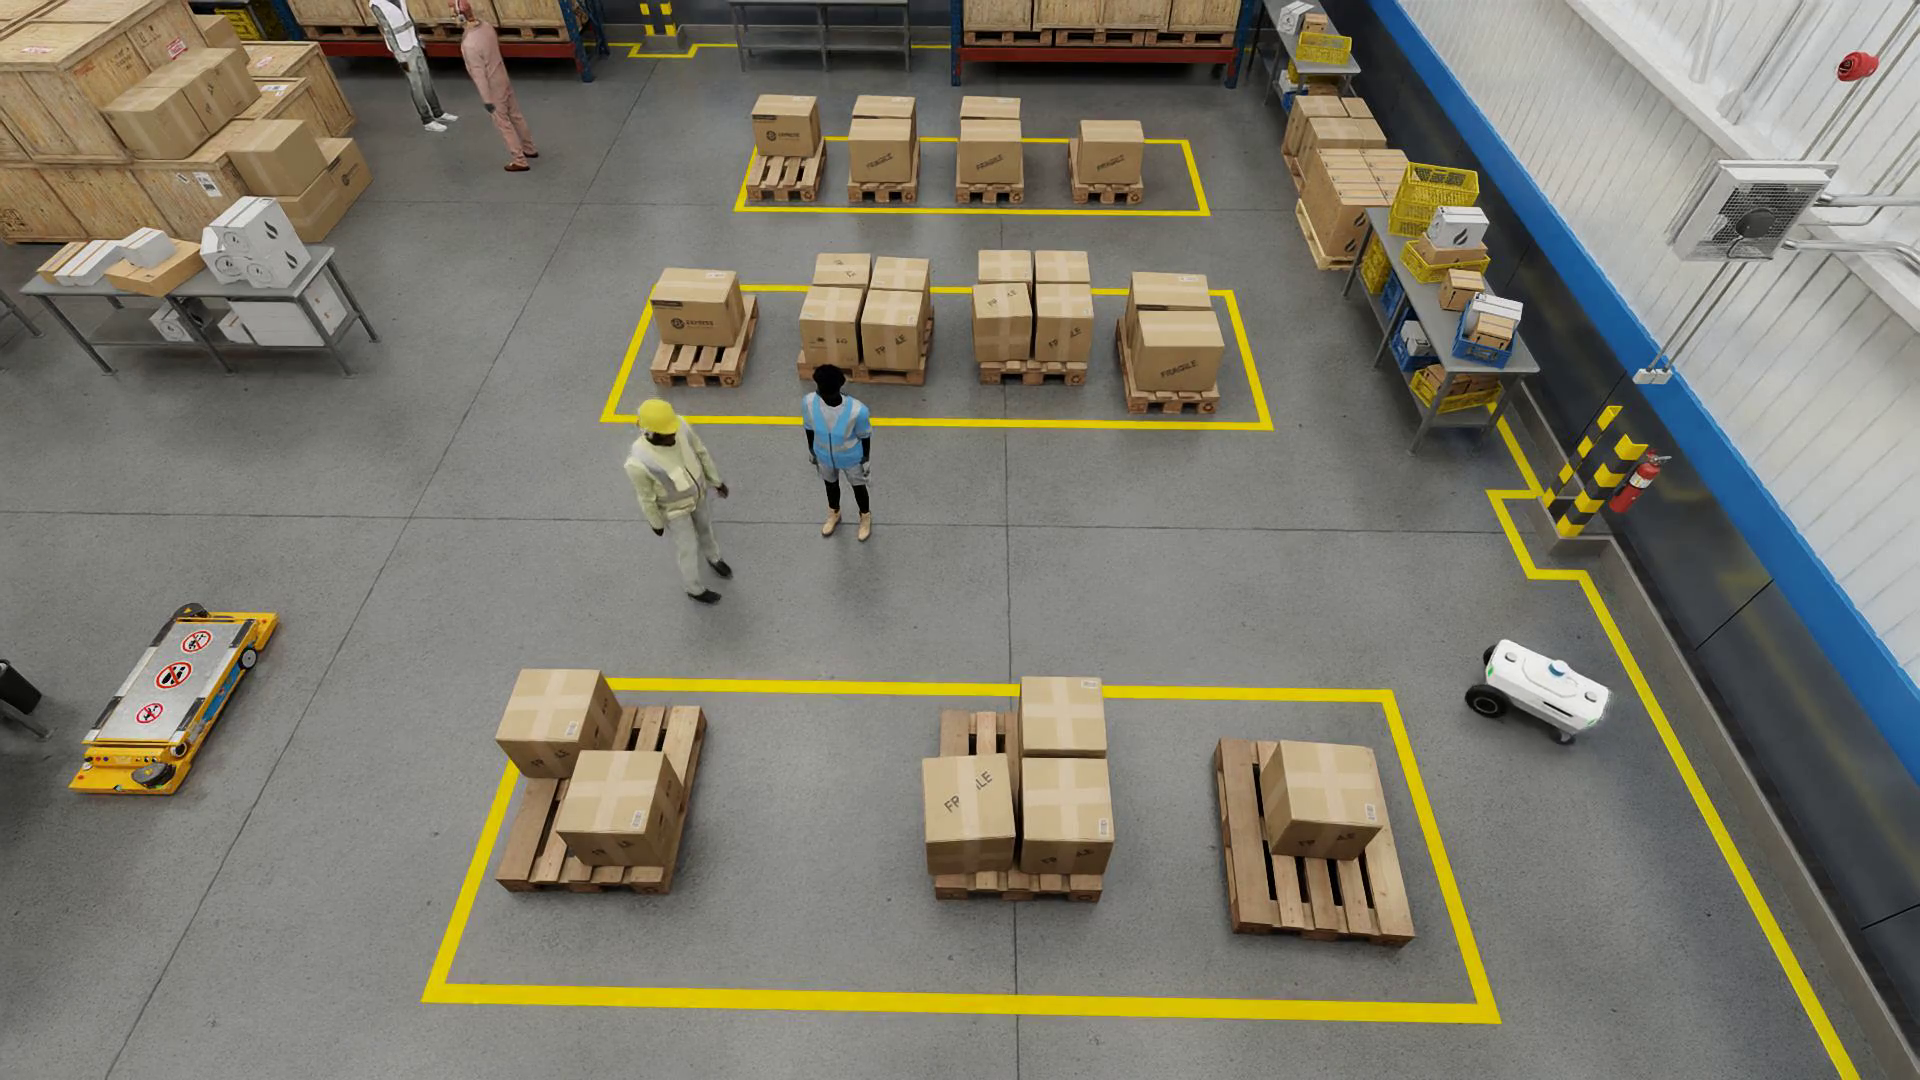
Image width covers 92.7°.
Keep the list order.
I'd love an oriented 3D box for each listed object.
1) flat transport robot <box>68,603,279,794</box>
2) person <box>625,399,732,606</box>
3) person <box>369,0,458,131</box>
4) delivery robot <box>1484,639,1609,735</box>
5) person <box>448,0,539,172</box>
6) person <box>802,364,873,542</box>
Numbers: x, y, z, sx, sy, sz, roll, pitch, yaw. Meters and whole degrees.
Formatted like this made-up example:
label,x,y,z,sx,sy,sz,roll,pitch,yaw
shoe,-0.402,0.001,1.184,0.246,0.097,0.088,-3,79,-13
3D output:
label,x,y,z,sx,sy,sz,roll,pitch,yaw
flat transport robot,-5.504,1.072,6.442,0.652,0.197,1.431,1,50,1
person,-1.991,-0.297,6.596,0.469,1.815,0.601,18,52,14
person,-6.933,-6.168,11.505,0.402,1.915,0.591,5,50,4
delivery robot,3.990,0.991,6.266,0.707,0.478,0.477,30,56,23
person,-5.520,-5.338,10.812,0.401,1.900,0.651,2,50,2
person,-0.914,-0.645,6.967,0.537,1.696,0.317,10,50,8
